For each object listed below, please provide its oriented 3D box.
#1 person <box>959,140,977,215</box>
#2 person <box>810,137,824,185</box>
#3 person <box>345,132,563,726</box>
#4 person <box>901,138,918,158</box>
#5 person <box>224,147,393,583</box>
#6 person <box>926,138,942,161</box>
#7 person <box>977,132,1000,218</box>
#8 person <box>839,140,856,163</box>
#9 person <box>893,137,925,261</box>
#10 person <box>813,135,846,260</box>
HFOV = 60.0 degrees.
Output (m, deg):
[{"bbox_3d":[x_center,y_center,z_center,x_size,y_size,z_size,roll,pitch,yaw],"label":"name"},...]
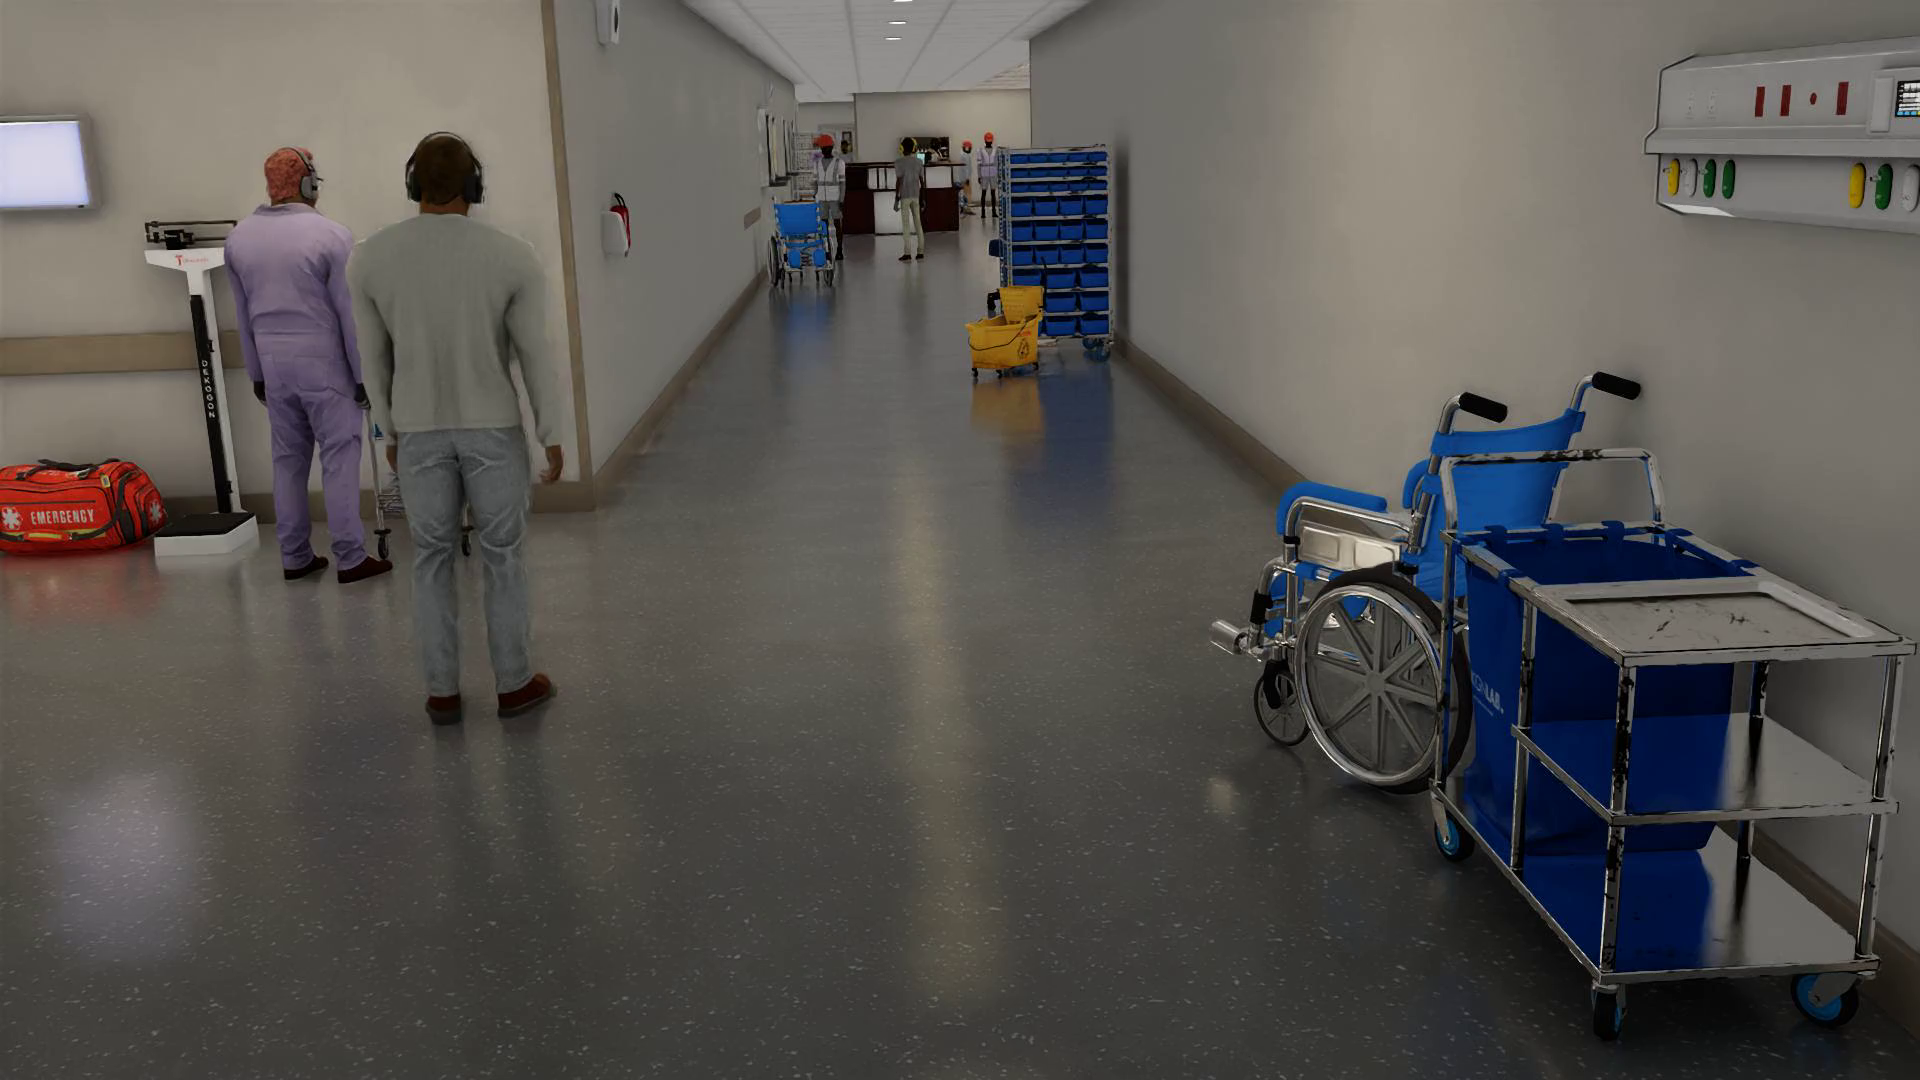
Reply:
[{"bbox_3d":[0.167,-8.598,39.511,0.359,1.742,0.571,-4,14,-10],"label":"person"},{"bbox_3d":[-3.446,-8.806,40.443,0.514,1.919,0.546,4,15,22],"label":"person"},{"bbox_3d":[-1.626,-0.351,5.467,0.644,1.925,0.368,-3,14,-6],"label":"person"},{"bbox_3d":[-1.116,-8.624,39.589,0.589,1.834,0.403,-11,17,-34],"label":"person"},{"bbox_3d":[-2.845,-0.755,7.327,0.651,1.904,0.400,3,14,17],"label":"person"},{"bbox_3d":[-0.566,-8.481,38.939,0.429,1.838,0.621,3,15,20],"label":"person"},{"bbox_3d":[0.667,-8.341,38.021,0.542,1.929,0.369,-4,14,-8],"label":"person"},{"bbox_3d":[-2.706,-8.443,39.018,0.543,1.849,0.429,5,15,27],"label":"person"},{"bbox_3d":[-0.780,-5.227,25.518,0.533,1.869,0.311,-9,16,-28],"label":"person"},{"bbox_3d":[-2.051,-5.358,26.063,0.544,1.939,0.354,3,15,20],"label":"person"}]
